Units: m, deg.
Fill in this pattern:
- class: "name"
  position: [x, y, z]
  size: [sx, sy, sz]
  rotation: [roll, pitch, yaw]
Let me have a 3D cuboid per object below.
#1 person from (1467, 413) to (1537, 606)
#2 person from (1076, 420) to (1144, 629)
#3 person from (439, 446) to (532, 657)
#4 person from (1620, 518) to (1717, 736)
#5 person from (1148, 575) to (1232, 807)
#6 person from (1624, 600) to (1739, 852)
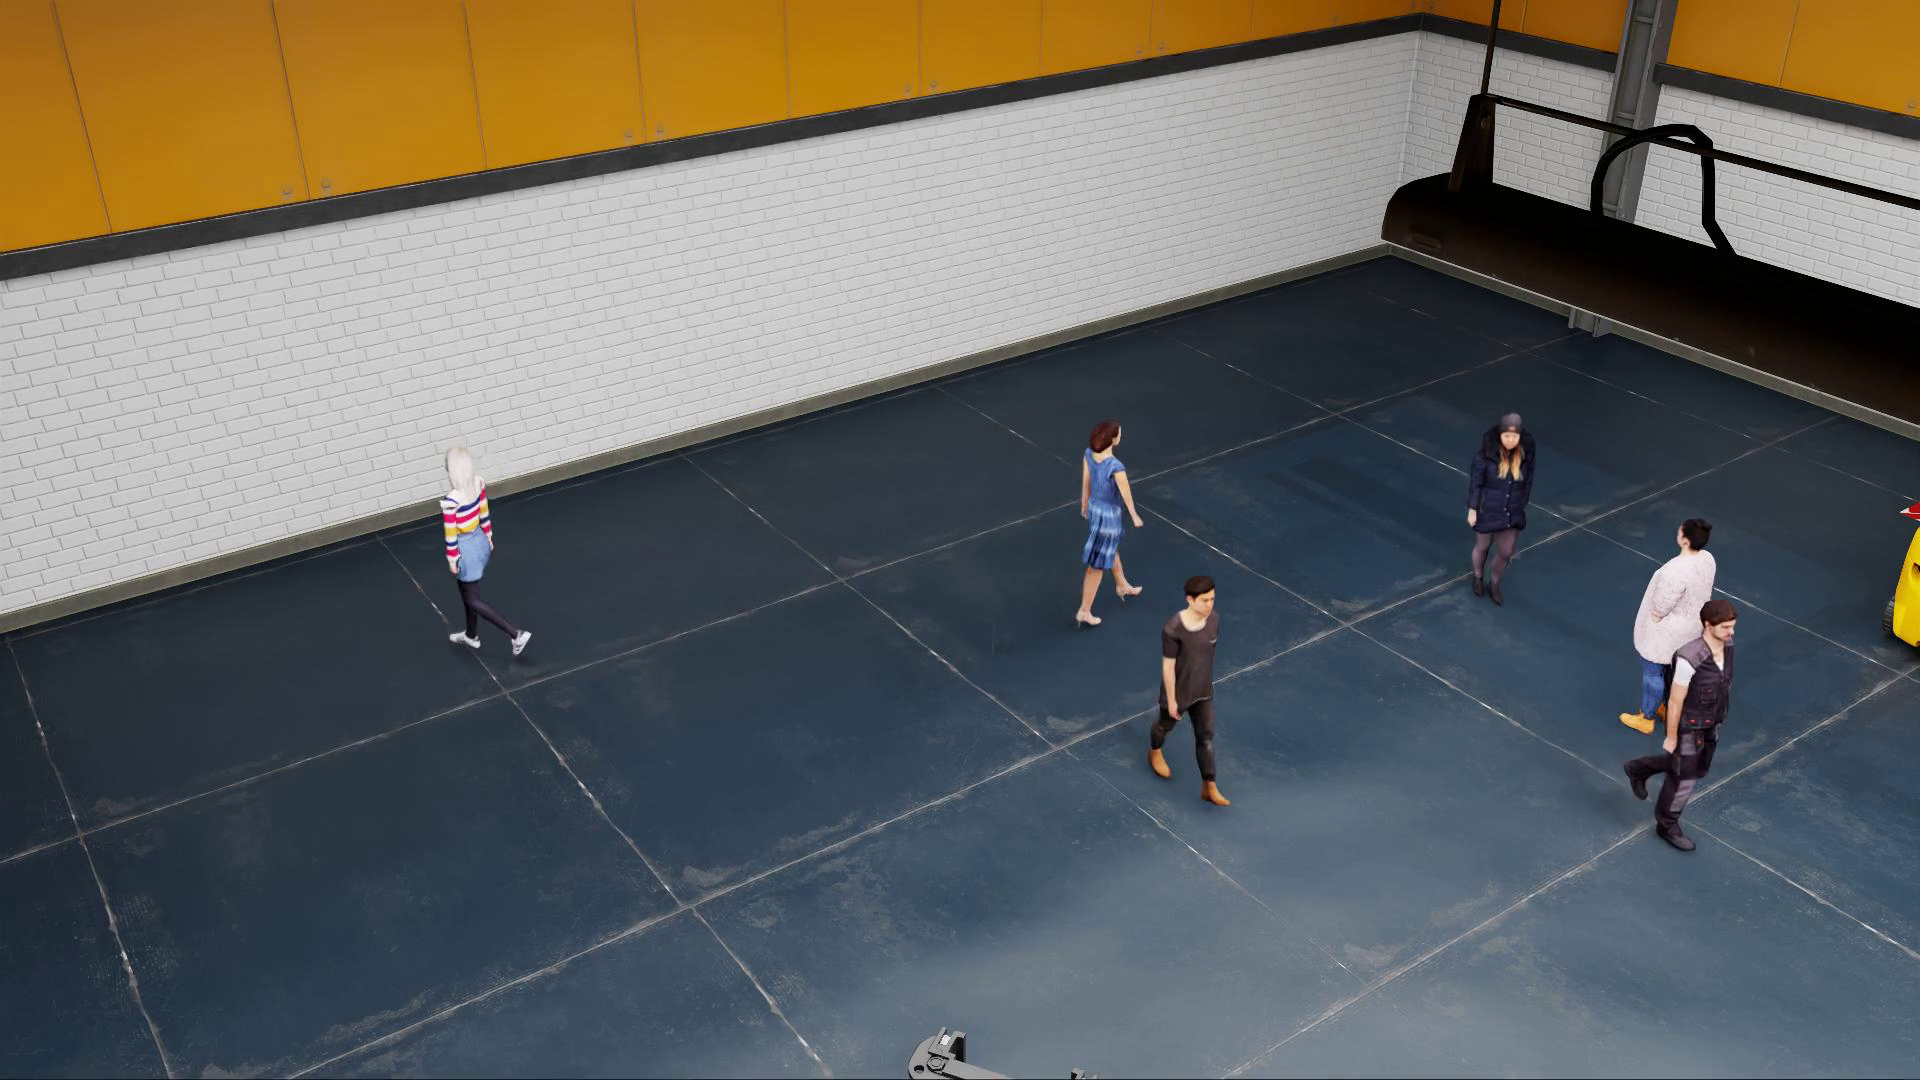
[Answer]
- class: "person"
  position: [4.403, -0.304, 13.669]
  size: [0.827, 1.664, 0.881]
  rotation: [2, 29, 4]
- class: "person"
  position: [1.090, -0.085, 13.151]
  size: [0.764, 1.778, 0.944]
  rotation: [-15, 32, -25]
- class: "person"
  position: [-3.698, 0.115, 12.772]
  size: [1.148, 1.788, 1.010]
  rotation: [10, 30, 17]
- class: "person"
  position: [5.125, 0.596, 11.941]
  size: [0.695, 1.740, 0.632]
  rotation: [-16, 32, -27]
- class: "person"
  position: [1.494, 0.964, 11.336]
  size: [0.773, 1.674, 1.113]
  rotation: [-11, 31, -20]
- class: "person"
  position: [4.693, 1.140, 10.847]
  size: [0.654, 1.832, 0.871]
  rotation: [-19, 34, -31]
